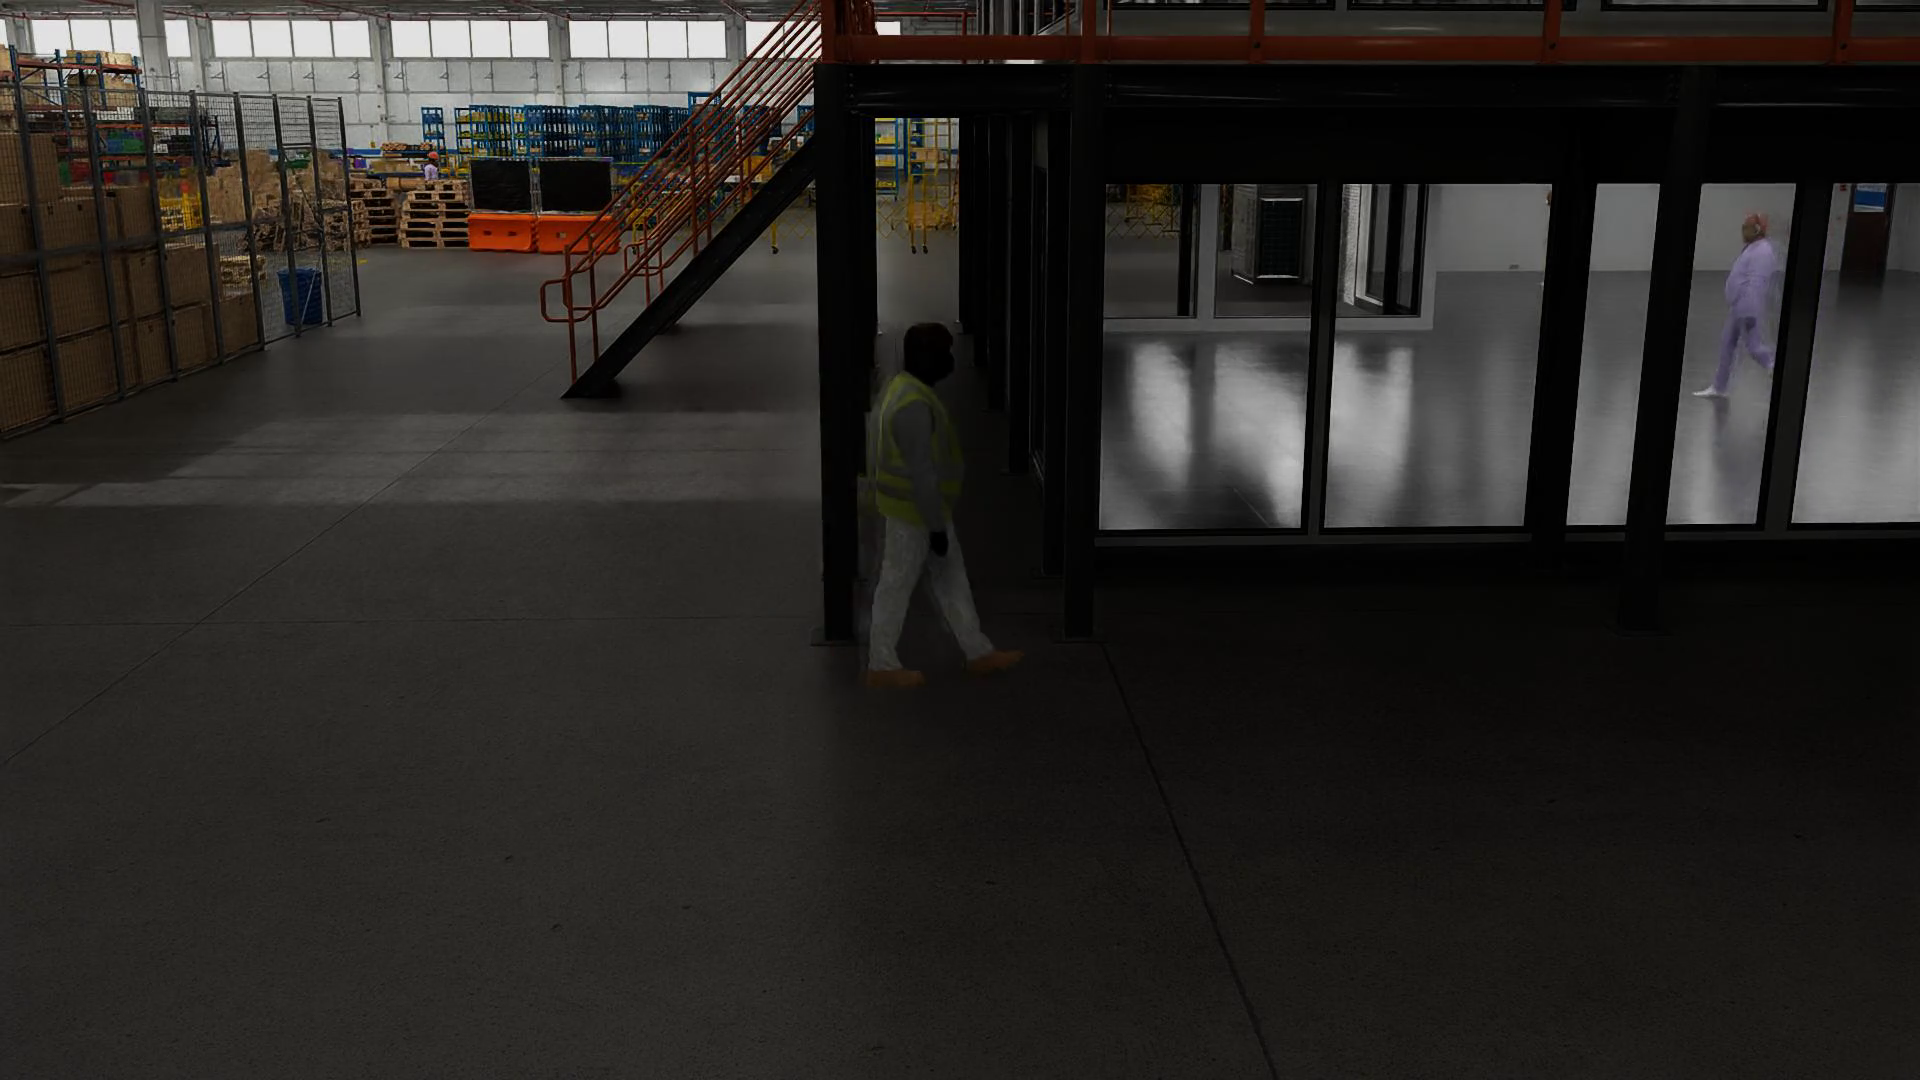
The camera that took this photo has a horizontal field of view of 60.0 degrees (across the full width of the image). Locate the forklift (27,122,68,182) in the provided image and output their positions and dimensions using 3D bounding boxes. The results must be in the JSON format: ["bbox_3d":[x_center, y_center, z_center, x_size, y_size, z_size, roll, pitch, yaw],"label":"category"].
[{"bbox_3d":[-35.376,-14.773,64.377,1.129,2.768,1.873,-1,14,-2],"label":"forklift"}]

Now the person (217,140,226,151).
[{"bbox_3d":[-37.960,-19.582,85.566,0.678,1.914,0.618,7,16,27],"label":"person"}]

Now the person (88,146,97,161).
[{"bbox_3d":[-39.833,-17.329,76.526,0.374,1.928,0.543,-1,14,-6],"label":"person"}]

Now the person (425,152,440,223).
[{"bbox_3d":[-13.873,-9.216,43.910,0.413,2.030,0.611,-11,18,-37],"label":"person"}]

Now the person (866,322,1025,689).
[{"bbox_3d":[-0.066,-0.142,8.065,0.877,1.809,0.658,1,14,2],"label":"person"}]
